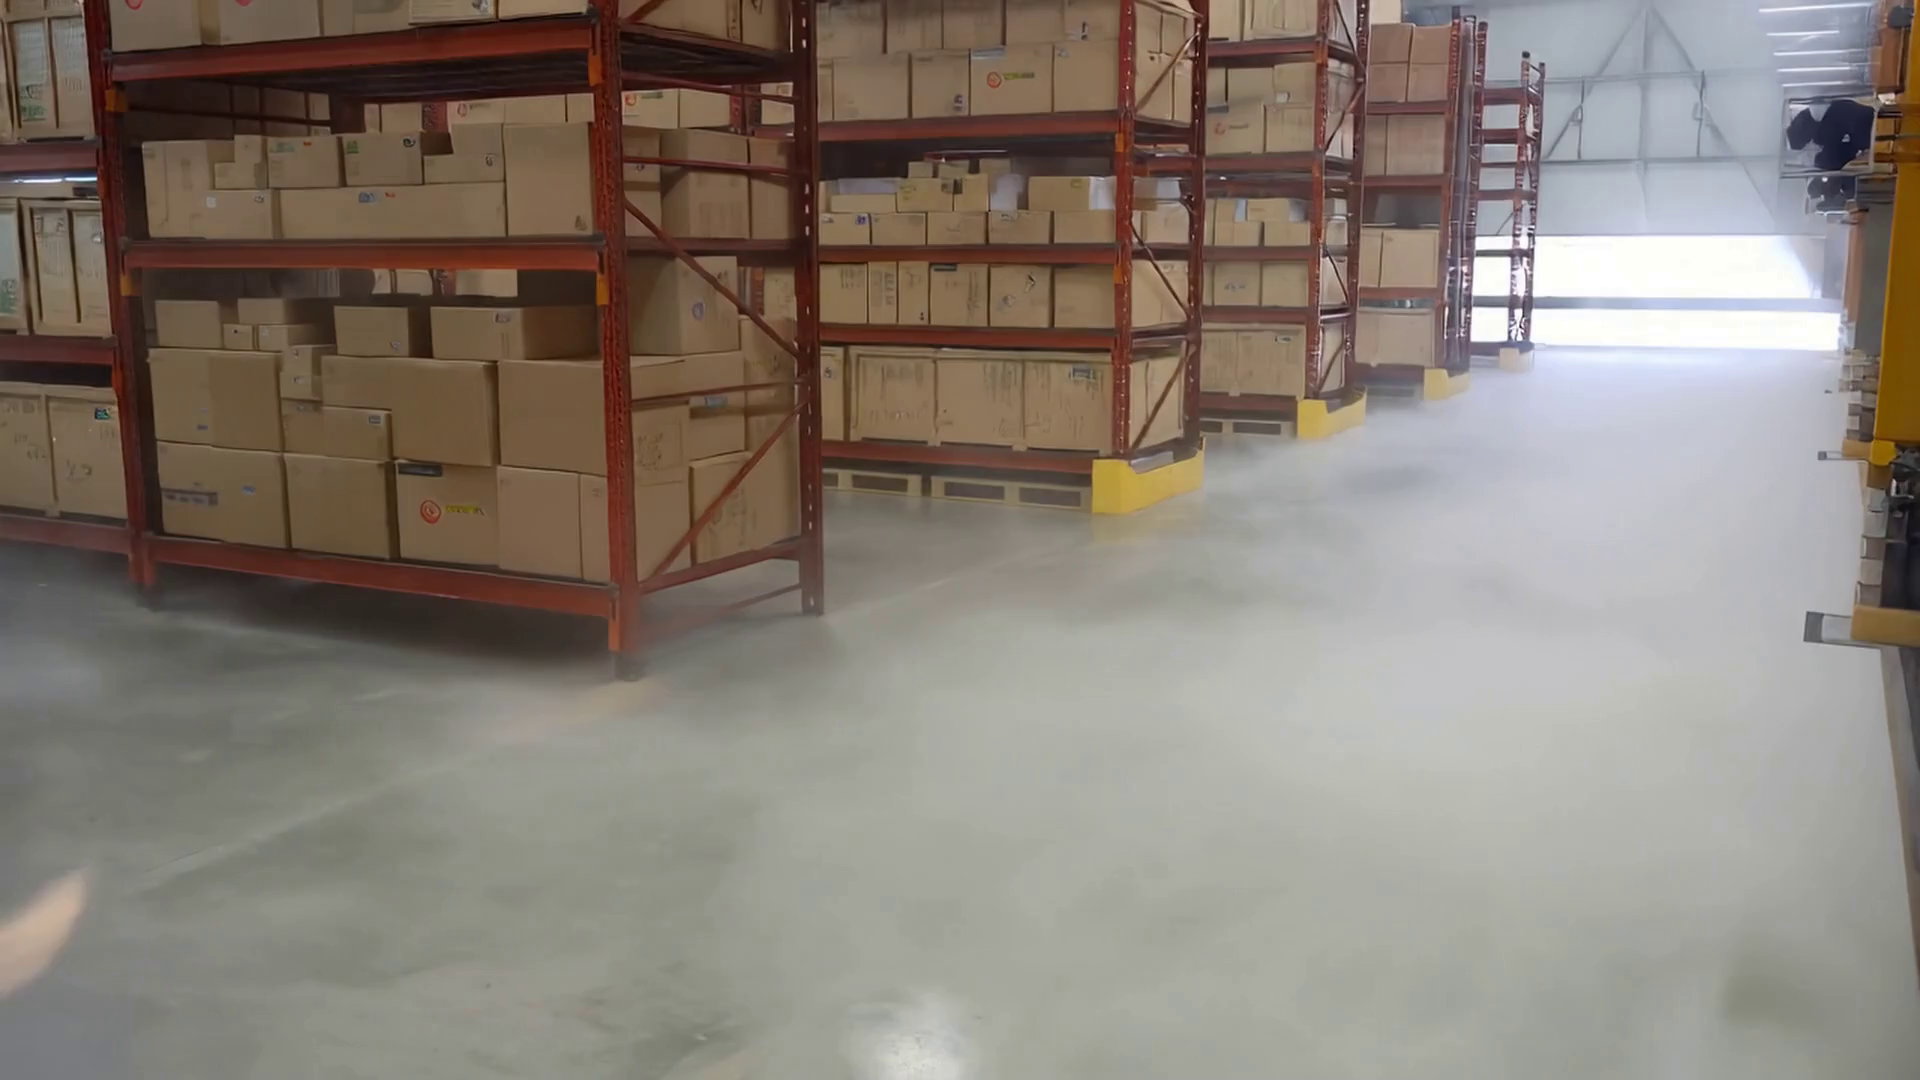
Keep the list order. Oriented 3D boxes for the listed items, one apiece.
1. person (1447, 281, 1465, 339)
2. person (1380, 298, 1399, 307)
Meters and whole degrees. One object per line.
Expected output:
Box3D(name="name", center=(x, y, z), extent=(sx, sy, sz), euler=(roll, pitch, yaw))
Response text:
Box3D(name="person", center=(10.908, -4.858, 36.705), extent=(0.574, 1.730, 0.720), euler=(-5, 11, -28))
Box3D(name="person", center=(10.051, -5.232, 38.856), extent=(0.499, 1.726, 0.408), euler=(-6, 11, -31))
